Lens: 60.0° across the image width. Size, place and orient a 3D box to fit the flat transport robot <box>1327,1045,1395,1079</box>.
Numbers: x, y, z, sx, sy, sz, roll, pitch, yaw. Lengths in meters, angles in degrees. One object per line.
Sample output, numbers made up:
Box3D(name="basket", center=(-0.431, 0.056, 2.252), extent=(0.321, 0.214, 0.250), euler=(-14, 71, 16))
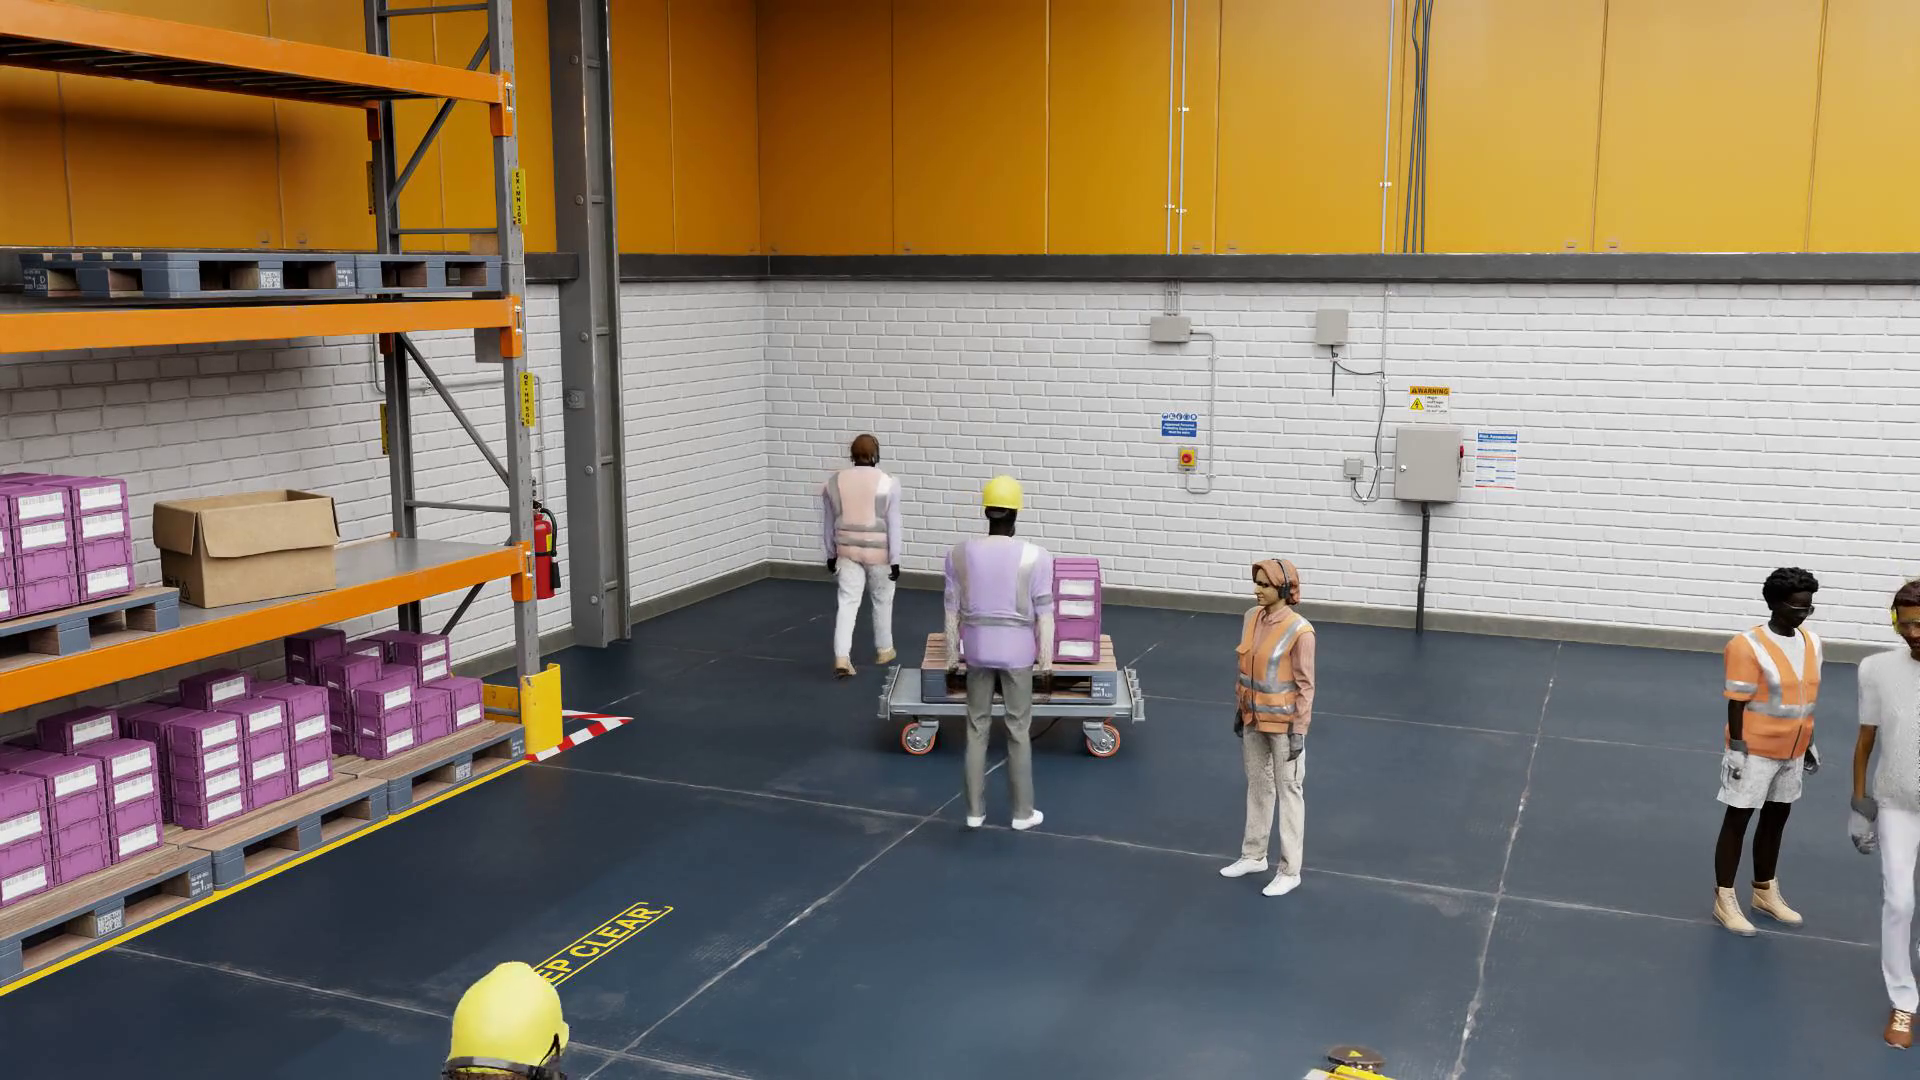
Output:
Box3D(name="flat transport robot", center=(1.259, 2.035, 5.304), extent=(0.652, 0.197, 1.431), euler=(6, 11, 33))

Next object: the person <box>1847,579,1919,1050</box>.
Box3D(name="person", center=(3.772, 1.054, 6.510), extent=(0.531, 1.844, 0.470), euler=(5, 11, 30))

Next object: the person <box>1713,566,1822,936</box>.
Box3D(name="person", center=(3.695, 0.949, 7.585), extent=(0.530, 1.692, 0.321), euler=(-4, 10, -21))

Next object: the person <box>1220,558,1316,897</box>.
Box3D(name="person", center=(1.515, 0.895, 8.071), extent=(0.309, 1.641, 0.511), euler=(-5, 11, -29))

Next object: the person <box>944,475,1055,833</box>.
Box3D(name="person", center=(0.217, 0.611, 8.926), extent=(0.594, 1.924, 0.380), euler=(2, 10, 14))

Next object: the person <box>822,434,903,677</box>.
Box3D(name="person", center=(-0.731, 0.103, 12.398), extent=(0.640, 1.801, 0.956), euler=(2, 10, 14))

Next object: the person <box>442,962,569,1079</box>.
Box3D(name="person", center=(-0.832, 1.661, 3.106), extent=(0.531, 1.744, 0.721), euler=(1, 9, 9))
